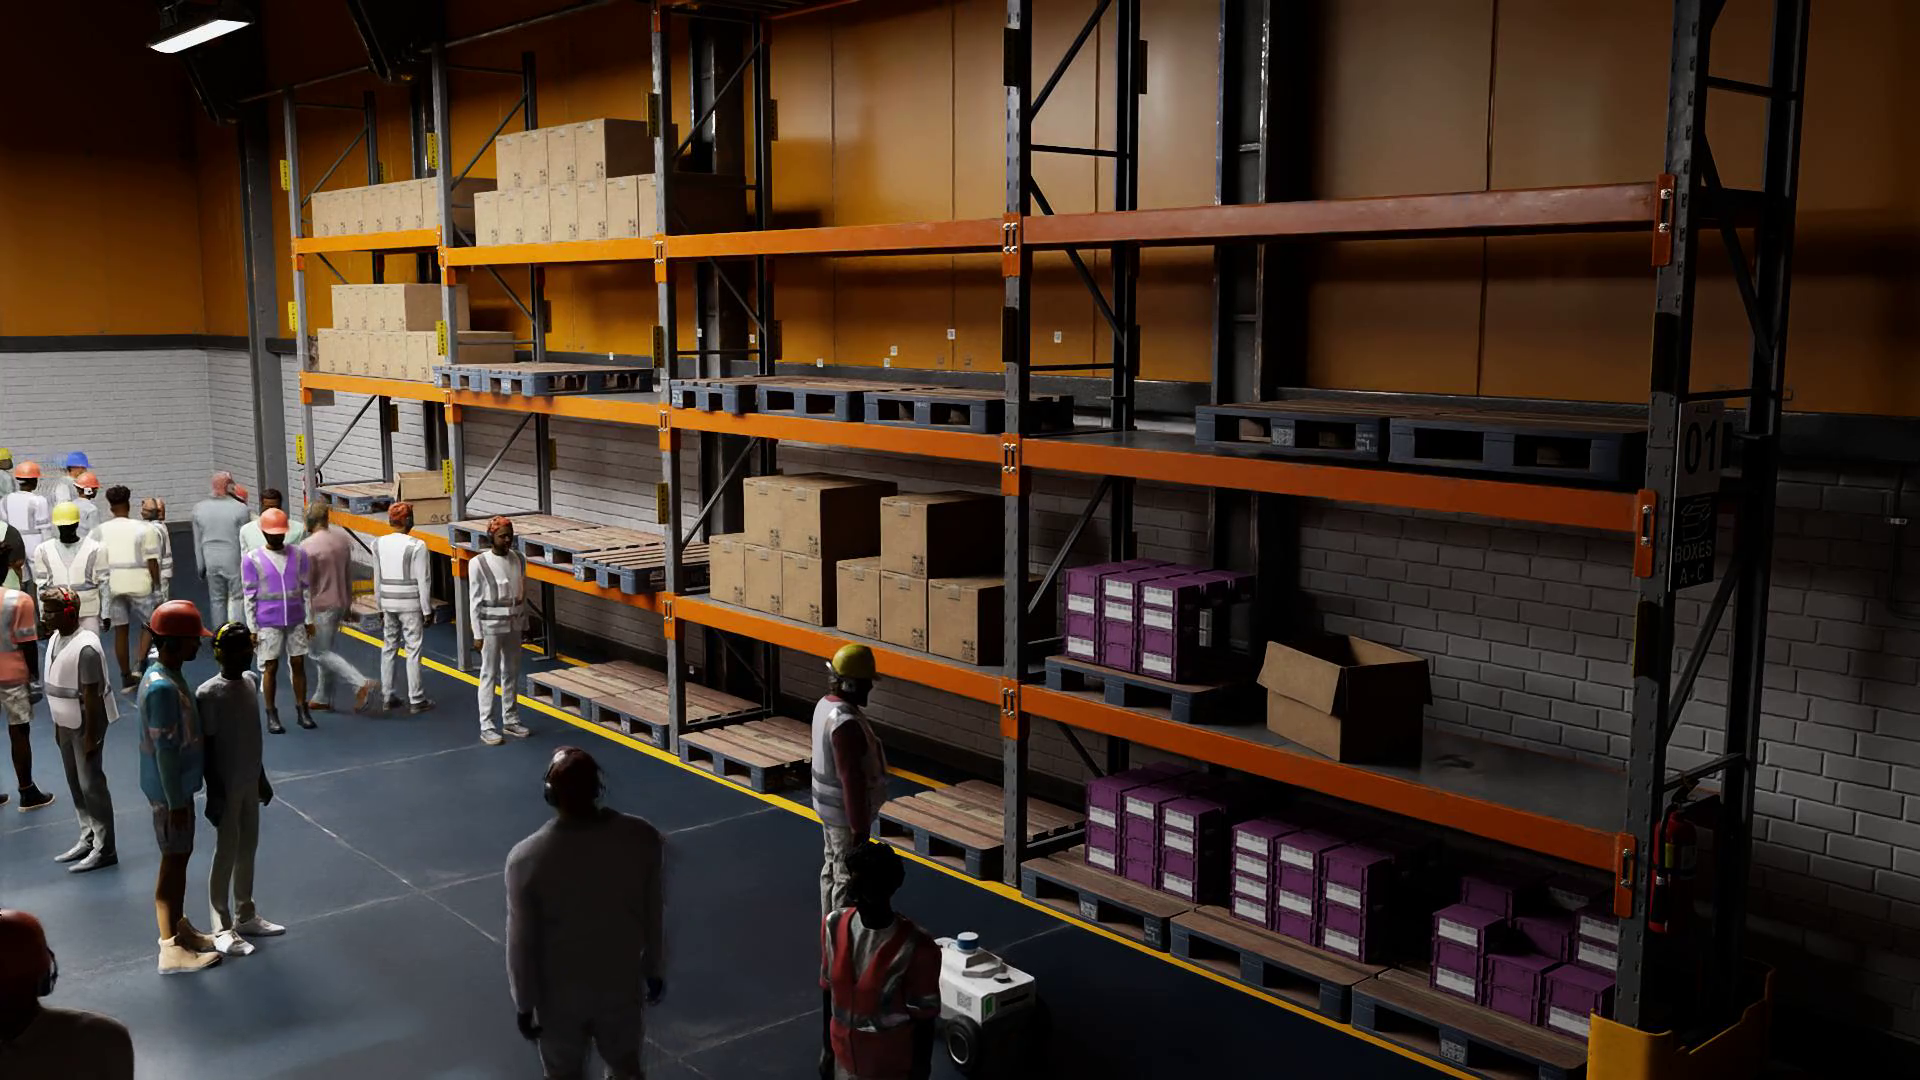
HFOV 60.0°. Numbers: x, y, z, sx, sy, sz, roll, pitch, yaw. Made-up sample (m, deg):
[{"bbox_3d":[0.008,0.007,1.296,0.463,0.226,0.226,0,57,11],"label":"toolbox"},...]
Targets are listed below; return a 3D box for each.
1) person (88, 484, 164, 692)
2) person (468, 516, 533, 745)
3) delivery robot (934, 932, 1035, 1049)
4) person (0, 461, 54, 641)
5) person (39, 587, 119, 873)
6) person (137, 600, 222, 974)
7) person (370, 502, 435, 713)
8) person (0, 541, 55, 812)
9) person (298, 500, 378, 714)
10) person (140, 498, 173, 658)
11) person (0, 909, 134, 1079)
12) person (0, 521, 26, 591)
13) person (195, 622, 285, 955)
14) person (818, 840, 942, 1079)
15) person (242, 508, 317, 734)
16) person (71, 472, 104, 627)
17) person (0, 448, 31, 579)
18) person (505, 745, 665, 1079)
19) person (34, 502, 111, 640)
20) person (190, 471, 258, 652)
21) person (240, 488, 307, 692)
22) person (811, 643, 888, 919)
[{"bbox_3d":[-7.792,0.450,15.575,0.639,1.936,0.468,-2,8,-11],"label":"person"},{"bbox_3d":[-3.795,0.735,13.776,0.338,1.882,0.582,6,10,35],"label":"person"},{"bbox_3d":[0.037,2.163,8.125,0.477,0.478,0.707,-7,11,-39],"label":"delivery robot"},{"bbox_3d":[-9.995,0.115,17.906,0.551,1.934,0.373,1,8,10],"label":"person"},{"bbox_3d":[-5.655,1.204,10.703,0.560,1.837,0.389,7,11,39],"label":"person"},{"bbox_3d":[-4.259,1.335,9.100,0.404,2.035,0.606,-3,9,-21],"label":"person"},{"bbox_3d":[-4.948,0.599,14.771,0.573,1.876,0.354,3,9,18],"label":"person"},{"bbox_3d":[-6.843,0.971,11.850,0.608,1.966,0.372,0,8,2],"label":"person"},{"bbox_3d":[-5.499,0.605,14.581,0.730,1.915,0.645,2,8,11],"label":"person"},{"bbox_3d":[-8.222,0.384,17.045,0.305,1.645,0.522,-3,9,-21],"label":"person"},{"bbox_3d":[-2.636,1.991,4.711,0.615,1.984,0.408,-3,9,-22],"label":"person"},{"bbox_3d":[-8.657,0.521,14.723,0.535,2.000,0.680,4,9,26],"label":"person"},{"bbox_3d":[-4.067,1.377,9.373,0.309,1.868,0.534,1,8,10],"label":"person"},{"bbox_3d":[-0.302,1.927,6.176,0.530,1.689,0.321,6,10,34],"label":"person"},{"bbox_3d":[-5.735,0.678,14.048,0.551,1.925,0.390,-7,11,-39],"label":"person"},{"bbox_3d":[-9.728,0.114,18.597,0.557,1.744,0.348,6,10,35],"label":"person"},{"bbox_3d":[-12.427,-0.331,21.693,0.497,1.740,0.312,5,9,30],"label":"person"},{"bbox_3d":[-1.481,1.759,6.639,0.655,1.888,0.545,-4,9,-27],"label":"person"},{"bbox_3d":[-7.711,0.617,14.489,0.587,1.920,0.390,-2,8,-14],"label":"person"},{"bbox_3d":[-7.576,0.235,17.196,0.648,1.912,0.407,1,8,6],"label":"person"},{"bbox_3d":[-6.415,0.459,15.606,0.589,1.912,0.391,-3,9,-23],"label":"person"},{"bbox_3d":[-0.591,1.458,8.969,0.403,1.822,0.589,-3,9,-18],"label":"person"}]
